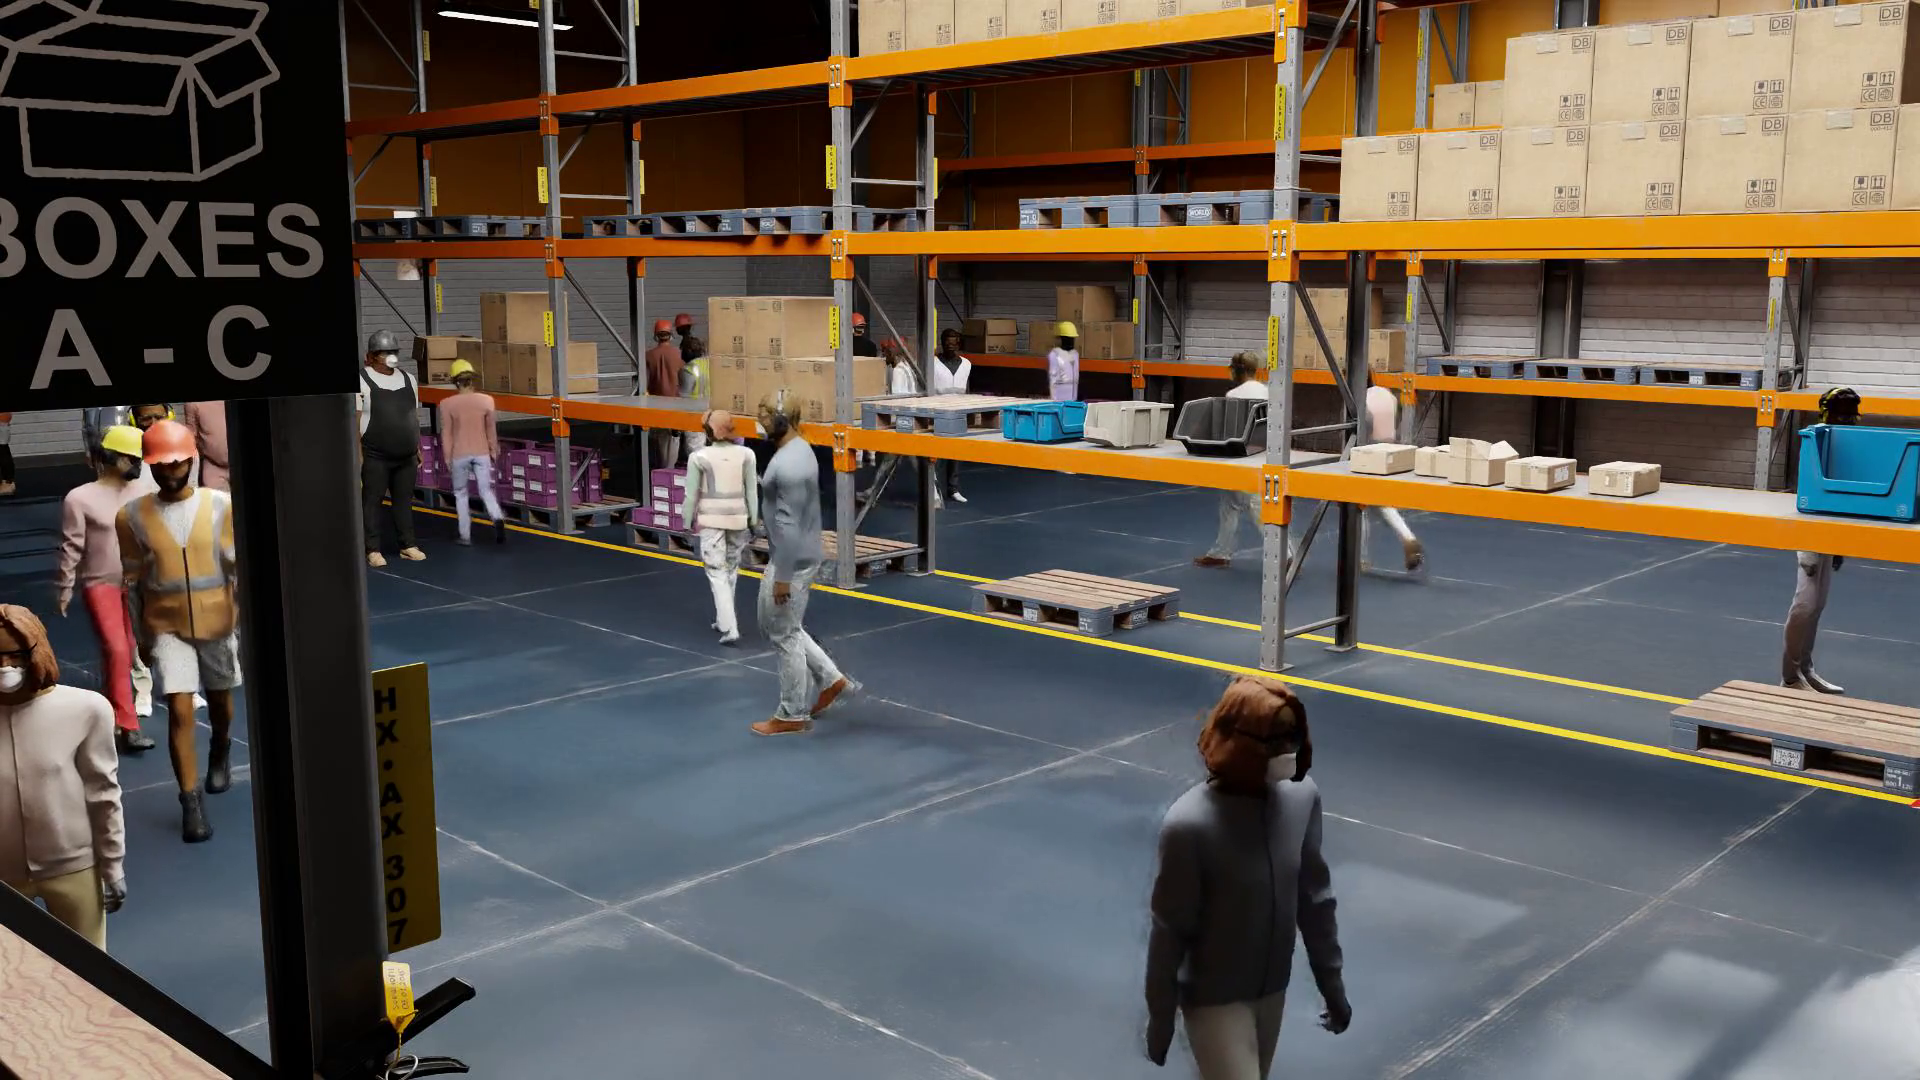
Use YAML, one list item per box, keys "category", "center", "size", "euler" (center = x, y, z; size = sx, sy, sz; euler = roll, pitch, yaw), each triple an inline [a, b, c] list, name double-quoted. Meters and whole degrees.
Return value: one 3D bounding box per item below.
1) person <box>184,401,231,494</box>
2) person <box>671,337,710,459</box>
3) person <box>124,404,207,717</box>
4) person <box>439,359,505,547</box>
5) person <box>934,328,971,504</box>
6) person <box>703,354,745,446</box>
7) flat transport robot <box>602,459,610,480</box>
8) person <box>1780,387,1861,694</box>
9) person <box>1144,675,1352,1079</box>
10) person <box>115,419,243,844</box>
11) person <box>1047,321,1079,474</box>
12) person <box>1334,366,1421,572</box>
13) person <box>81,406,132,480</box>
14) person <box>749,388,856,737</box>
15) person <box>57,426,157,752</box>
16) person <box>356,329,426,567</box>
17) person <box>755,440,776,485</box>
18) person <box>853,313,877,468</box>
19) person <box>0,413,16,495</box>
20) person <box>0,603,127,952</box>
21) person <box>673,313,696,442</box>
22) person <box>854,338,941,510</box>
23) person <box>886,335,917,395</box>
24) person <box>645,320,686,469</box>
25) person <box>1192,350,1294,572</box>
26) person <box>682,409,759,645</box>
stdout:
- category: "person"
  center: [-5.870, -0.551, 13.404]
  size: [0.674, 1.863, 0.932]
  euler: [-4, 10, -25]
- category: "person"
  center: [-2.918, -1.300, 18.164]
  size: [0.527, 1.815, 0.649]
  euler: [3, 10, 18]
- category: "person"
  center: [-4.608, 0.071, 9.600]
  size: [0.521, 1.873, 0.334]
  euler: [-7, 11, -36]
- category: "person"
  center: [-4.449, -0.775, 15.185]
  size: [0.529, 1.747, 0.627]
  euler: [-6, 11, -33]
- category: "person"
  center: [-0.143, -1.353, 18.186]
  size: [0.591, 1.915, 0.383]
  euler: [-5, 11, -30]
- category: "person"
  center: [-2.619, -1.447, 18.845]
  size: [0.669, 1.899, 0.395]
  euler: [-6, 11, -32]
- category: "flat transport robot"
  center: [-4.980, -0.850, 20.138]
  size: [1.431, 0.197, 0.652]
  euler: [-2, 9, -10]
- category: "person"
  center: [5.146, 0.023, 9.917]
  size: [0.520, 1.865, 0.332]
  euler: [-9, 13, -44]
- category: "person"
  center: [0.733, 1.120, 3.943]
  size: [0.523, 1.613, 0.619]
  euler: [-8, 12, -39]
- category: "person"
  center: [-3.589, 0.365, 7.739]
  size: [0.545, 1.901, 0.969]
  euler: [-5, 10, -26]
- category: "person"
  center: [1.279, -1.777, 20.804]
  size: [0.505, 1.911, 0.594]
  euler: [9, 13, 43]
- category: "person"
  center: [3.450, -0.581, 13.812]
  size: [0.666, 1.800, 0.767]
  euler: [-6, 11, -33]
- category: "person"
  center: [-7.839, -0.847, 15.386]
  size: [0.586, 1.824, 0.405]
  euler: [1, 9, 6]
- category: "person"
  center: [-0.900, 0.136, 9.065]
  size: [0.482, 1.926, 0.627]
  euler: [-1, 9, -5]
- category: "person"
  center: [-4.435, 0.265, 8.857]
  size: [0.799, 1.715, 0.563]
  euler: [6, 11, 33]
- category: "person"
  center: [-4.939, -0.801, 14.426]
  size: [0.538, 2.000, 0.686]
  euler: [8, 12, 40]
- category: "person"
  center: [-2.145, -1.512, 19.553]
  size: [0.899, 1.807, 0.496]
  euler: [7, 11, 36]
- category: "person"
  center: [-1.325, -1.933, 21.506]
  size: [0.397, 1.992, 0.621]
  euler: [7, 12, 38]
- category: "person"
  center: [-10.934, -1.352, 18.850]
  size: [0.317, 1.695, 0.540]
  euler: [-3, 10, -20]
- category: "person"
  center: [-2.674, 0.977, 4.798]
  size: [0.493, 1.624, 0.281]
  euler: [-5, 10, -27]
- category: "person"
  center: [-3.913, -2.390, 24.569]
  size: [0.712, 1.911, 0.560]
  euler: [-5, 11, -29]
- category: "person"
  center: [-0.677, -1.232, 17.705]
  size: [1.012, 1.823, 0.635]
  euler: [0, 9, 2]
- category: "person"
  center: [-0.870, -2.125, 23.814]
  size: [0.518, 1.623, 0.367]
  euler: [-8, 12, -40]
- category: "person"
  center: [-3.506, -1.655, 20.013]
  size: [0.631, 1.972, 0.882]
  euler: [0, 9, 2]
- category: "person"
  center: [2.425, -0.642, 13.928]
  size: [1.001, 1.898, 0.646]
  euler: [6, 11, 34]
- category: "person"
  center: [-1.642, -0.096, 11.411]
  size: [0.533, 1.613, 0.702]
  euler: [-6, 11, -32]
